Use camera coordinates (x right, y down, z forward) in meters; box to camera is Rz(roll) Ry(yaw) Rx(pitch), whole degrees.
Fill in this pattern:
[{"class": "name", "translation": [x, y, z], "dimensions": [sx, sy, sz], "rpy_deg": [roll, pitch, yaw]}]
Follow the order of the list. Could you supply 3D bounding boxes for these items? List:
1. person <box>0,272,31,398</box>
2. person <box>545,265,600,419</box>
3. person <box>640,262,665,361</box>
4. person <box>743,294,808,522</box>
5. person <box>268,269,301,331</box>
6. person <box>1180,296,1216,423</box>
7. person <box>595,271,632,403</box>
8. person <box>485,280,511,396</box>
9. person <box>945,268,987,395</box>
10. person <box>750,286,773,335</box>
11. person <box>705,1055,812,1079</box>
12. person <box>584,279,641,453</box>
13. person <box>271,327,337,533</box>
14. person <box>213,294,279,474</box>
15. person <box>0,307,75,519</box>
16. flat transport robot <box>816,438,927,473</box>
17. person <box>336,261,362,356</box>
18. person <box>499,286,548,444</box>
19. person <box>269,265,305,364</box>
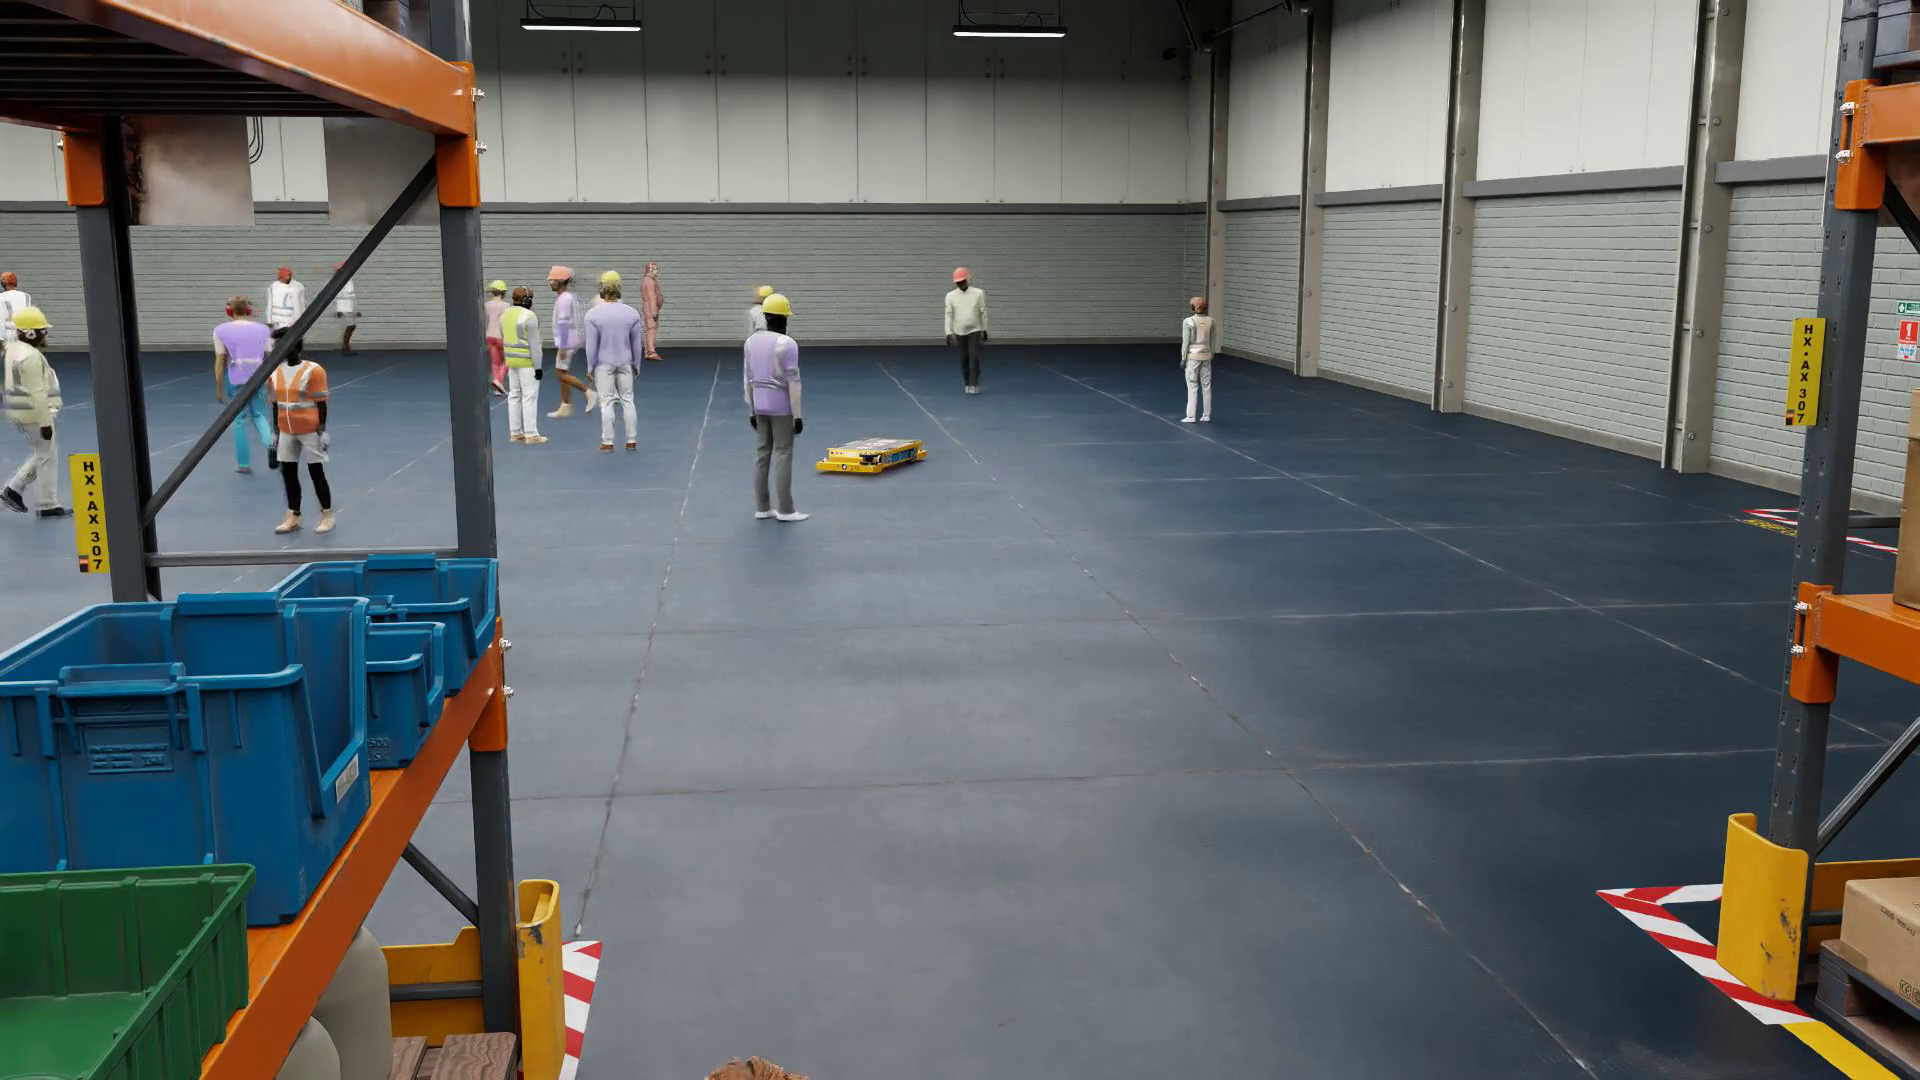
[{"class": "person", "translation": [-14.108, -3.052, 24.838], "dimensions": [0.360, 1.882, 0.575], "rpy_deg": [4, 11, 22]}, {"class": "person", "translation": [-5.137, -2.597, 21.937], "dimensions": [0.618, 2.030, 0.617], "rpy_deg": [-2, 11, -12]}, {"class": "person", "translation": [-6.003, -4.461, 32.493], "dimensions": [0.406, 1.910, 0.638], "rpy_deg": [-4, 11, -23]}, {"class": "person", "translation": [-1.557, -1.113, 14.091], "dimensions": [0.593, 1.923, 0.384], "rpy_deg": [7, 13, 35]}, {"class": "person", "translation": [-12.081, -3.918, 29.726], "dimensions": [0.598, 1.841, 0.861], "rpy_deg": [5, 11, 24]}, {"class": "person", "translation": [3.079, -2.327, 21.528], "dimensions": [0.525, 1.639, 0.307], "rpy_deg": [-5, 12, -27]}, {"class": "person", "translation": [-4.971, -2.914, 23.981], "dimensions": [0.611, 1.912, 0.500], "rpy_deg": [9, 14, 41]}, {"class": "person", "translation": [-6.979, -3.051, 25.181], "dimensions": [0.525, 1.757, 0.407], "rpy_deg": [5, 12, 26]}, {"class": "person", "translation": [0.091, -3.179, 25.402], "dimensions": [0.638, 1.927, 0.840], "rpy_deg": [0, 10, 2]}, {"class": "person", "translation": [-2.858, -2.848, 24.229], "dimensions": [0.504, 1.698, 0.903], "rpy_deg": [5, 11, 23]}, {"class": "person", "translation": [-0.211, 1.314, 1.651], "dimensions": [0.506, 1.608, 0.704], "rpy_deg": [-1, 10, -3]}, {"class": "person", "translation": [-3.874, -1.944, 18.615], "dimensions": [0.635, 1.936, 0.353], "rpy_deg": [-5, 12, -27]}, {"class": "person", "translation": [-5.353, -0.879, 13.542], "dimensions": [0.558, 1.694, 0.354], "rpy_deg": [3, 11, 16]}, {"class": "person", "translation": [-7.217, -1.565, 16.843], "dimensions": [0.526, 1.831, 0.579], "rpy_deg": [10, 14, 43]}, {"class": "person", "translation": [-7.873, -1.062, 14.108], "dimensions": [0.470, 1.812, 0.609], "rpy_deg": [-9, 14, -41]}, {"class": "flat transport robot", "translation": [-0.912, -0.901, 17.468], "dimensions": [0.652, 0.197, 1.431], "rpy_deg": [4, 11, 21]}, {"class": "person", "translation": [-12.338, -4.662, 33.558], "dimensions": [0.441, 1.916, 0.551], "rpy_deg": [-9, 13, -40]}, {"class": "person", "translation": [-5.081, -2.038, 19.424], "dimensions": [0.627, 1.836, 0.428], "rpy_deg": [8, 13, 38]}, {"class": "person", "translation": [-12.350, -4.097, 30.539], "dimensions": [0.652, 1.891, 0.436], "rpy_deg": [-8, 13, -36]}]
